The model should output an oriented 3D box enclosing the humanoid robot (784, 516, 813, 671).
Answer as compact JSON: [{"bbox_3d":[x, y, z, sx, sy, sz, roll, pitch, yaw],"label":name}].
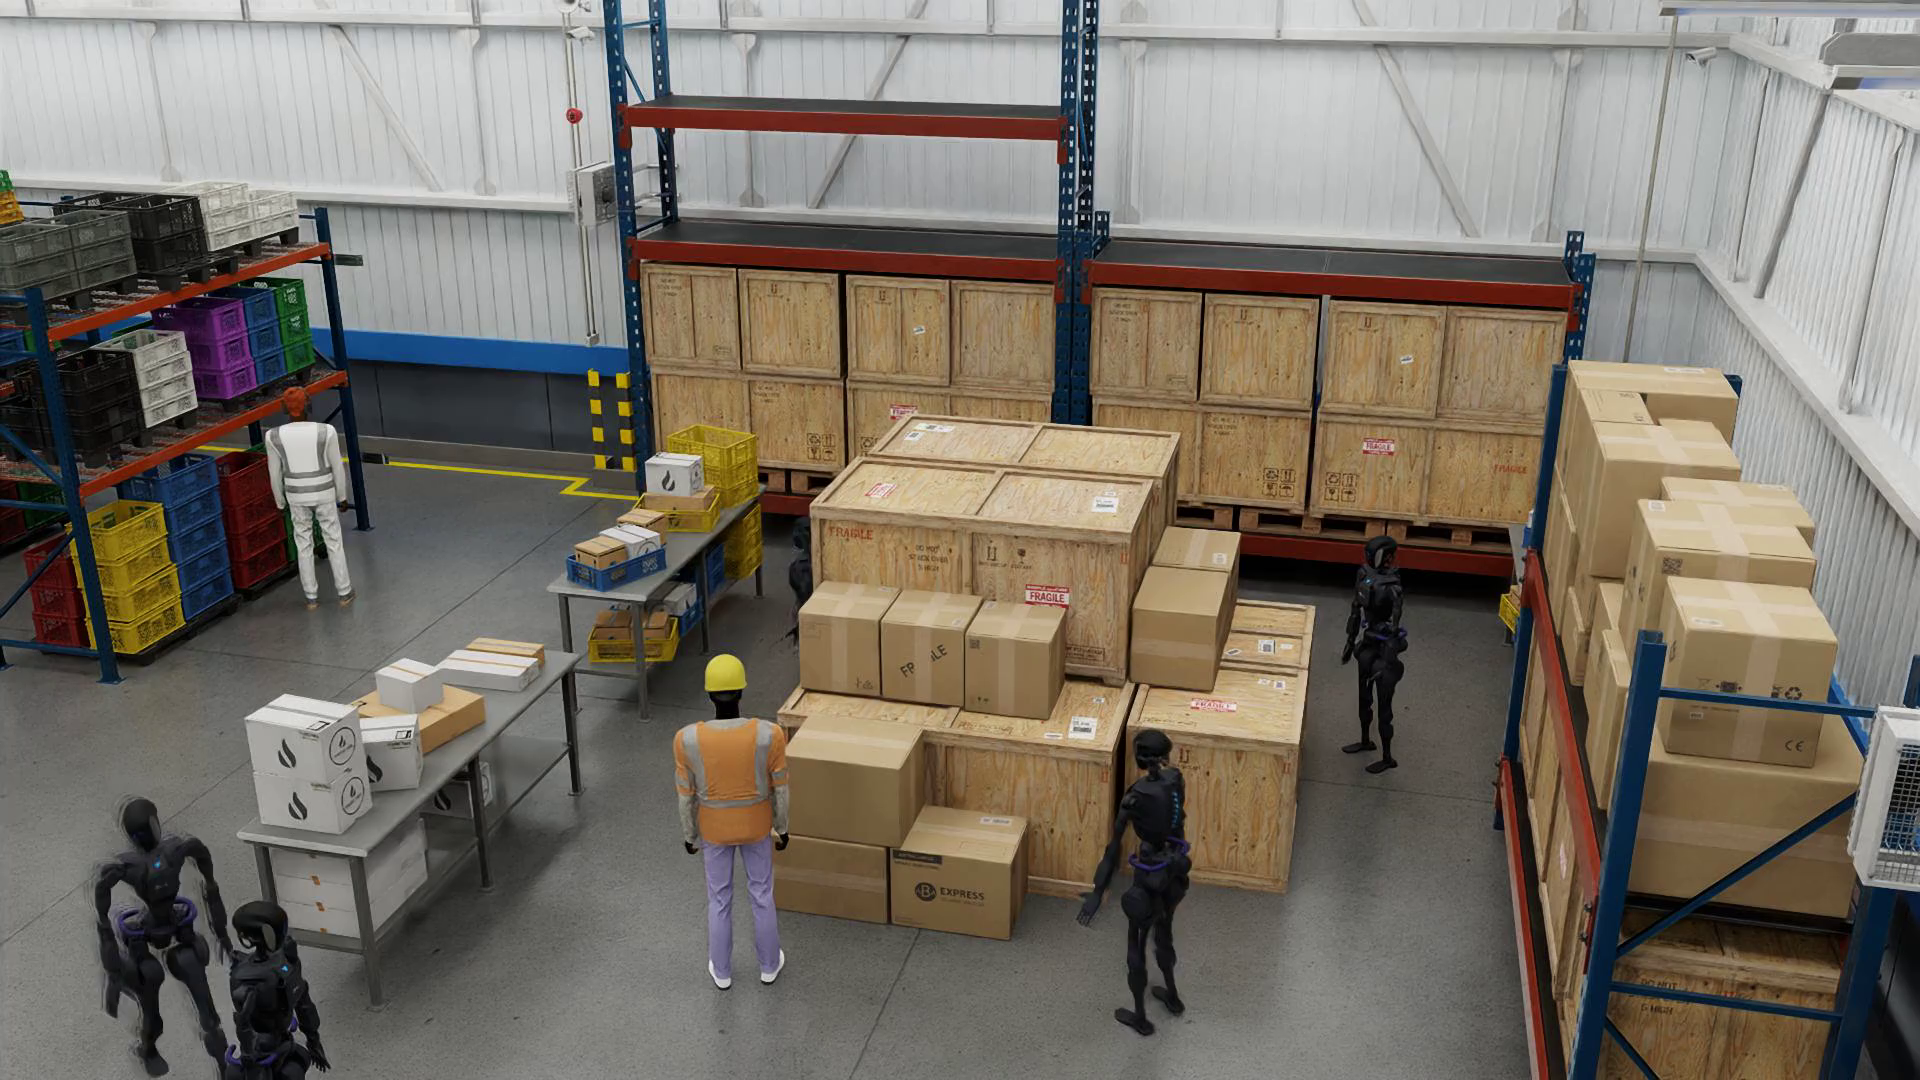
[{"bbox_3d":[-1.006,0.647,11.407,0.422,1.634,0.675,-2,21,-5],"label":"humanoid robot"}]

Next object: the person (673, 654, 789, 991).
[{"bbox_3d":[-1.191,1.502,8.801,0.584,1.922,0.368,-3,21,-8],"label":"person"}]

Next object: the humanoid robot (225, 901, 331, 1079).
[{"bbox_3d":[-2.924,2.273,7.123,0.333,1.651,0.577,1,21,4],"label":"humanoid robot"}]

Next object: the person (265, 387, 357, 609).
[{"bbox_3d":[-5.333,-0.342,13.677,0.572,1.886,0.359,-5,22,-13],"label":"person"}]

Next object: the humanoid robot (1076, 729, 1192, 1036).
[{"bbox_3d":[0.923,1.740,8.514,0.397,1.649,0.711,19,28,40],"label":"humanoid robot"}]

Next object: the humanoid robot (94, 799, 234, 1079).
[{"bbox_3d":[-3.845,1.959,8.023,0.619,1.620,0.740,-16,26,-35],"label":"humanoid robot"}]

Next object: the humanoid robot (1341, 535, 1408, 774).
[{"bbox_3d":[2.788,0.743,11.127,0.325,1.651,0.571,-7,22,-18],"label":"humanoid robot"}]
